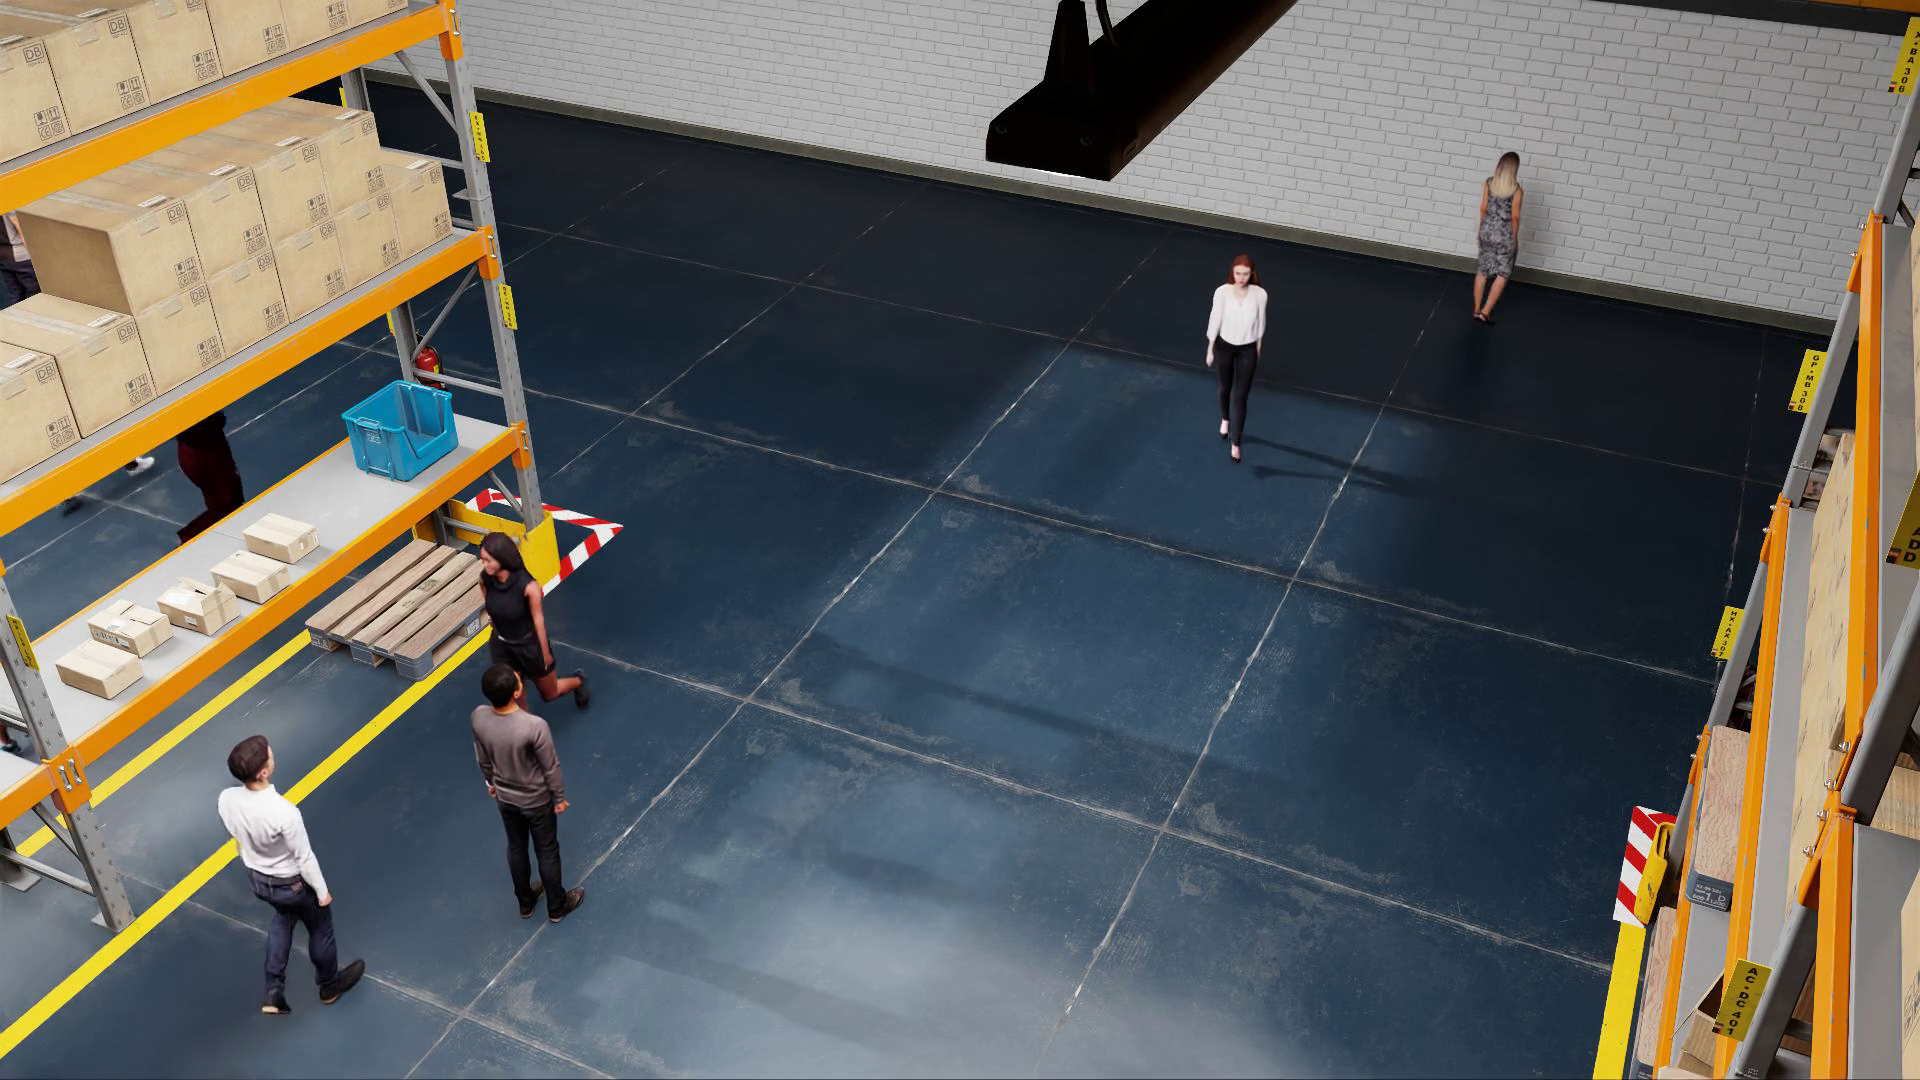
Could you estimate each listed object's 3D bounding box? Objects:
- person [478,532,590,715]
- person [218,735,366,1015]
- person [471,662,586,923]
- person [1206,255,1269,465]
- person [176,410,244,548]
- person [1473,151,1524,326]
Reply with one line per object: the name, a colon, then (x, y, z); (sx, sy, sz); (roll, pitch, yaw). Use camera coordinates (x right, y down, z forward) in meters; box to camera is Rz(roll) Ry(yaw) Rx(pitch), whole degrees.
person: (-2.717, 0.656, 10.493); (0.678, 1.715, 1.046); (9, 35, 14)
person: (-3.563, 1.817, 8.626); (0.689, 1.849, 0.890); (10, 35, 15)
person: (-2.449, 1.417, 9.302); (0.557, 1.767, 0.664); (14, 36, 20)
person: (2.296, -1.590, 13.858); (0.791, 1.731, 1.044); (5, 34, 8)
person: (-5.587, -0.490, 12.200); (0.846, 1.735, 1.027); (27, 42, 34)
person: (5.049, -2.841, 15.768); (0.729, 1.700, 0.688); (-26, 42, -33)
